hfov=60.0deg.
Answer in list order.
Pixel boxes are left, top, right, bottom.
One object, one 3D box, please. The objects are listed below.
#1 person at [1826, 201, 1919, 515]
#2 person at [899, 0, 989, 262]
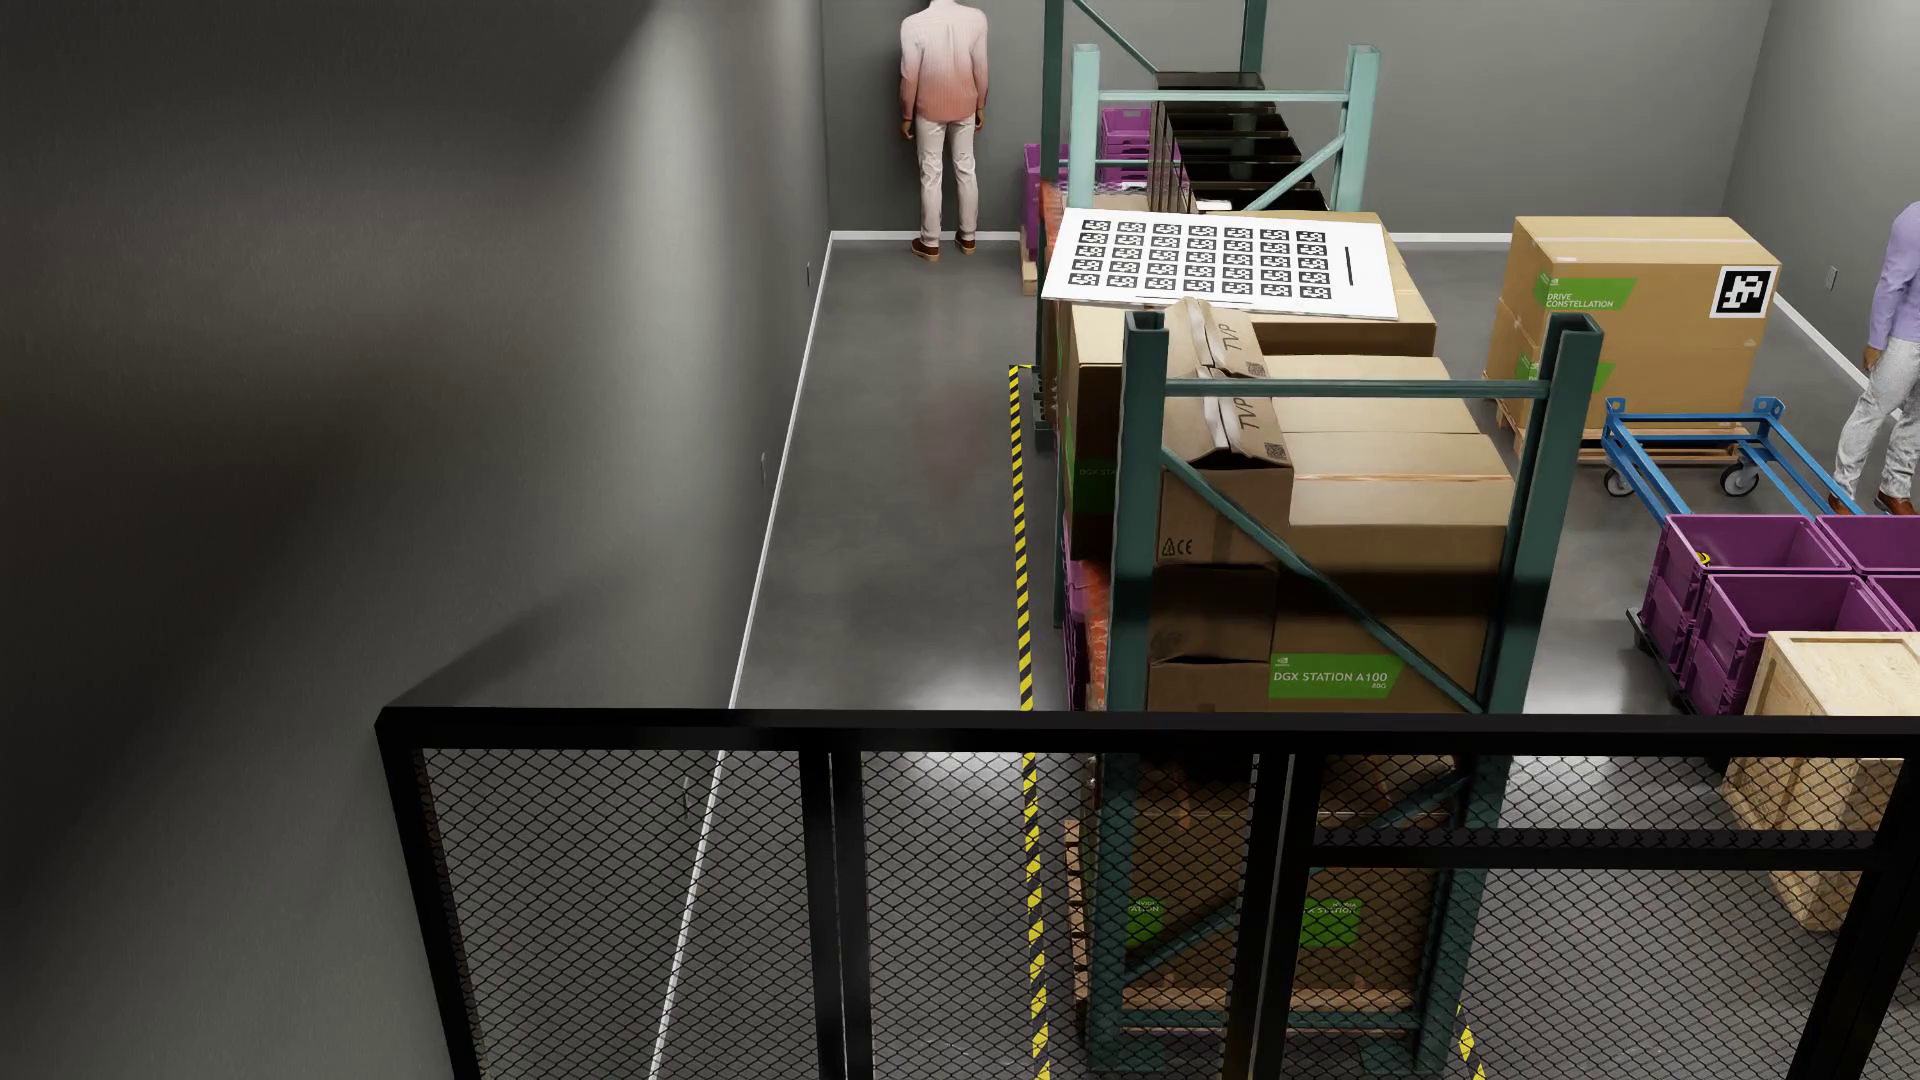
[{"bbox_3d":[4.546,-0.944,7.782,0.629,1.940,0.376,0,31,0],"label":"person"},{"bbox_3d":[-0.109,-2.811,10.830,0.608,1.995,0.377,-12,33,-20],"label":"person"}]
